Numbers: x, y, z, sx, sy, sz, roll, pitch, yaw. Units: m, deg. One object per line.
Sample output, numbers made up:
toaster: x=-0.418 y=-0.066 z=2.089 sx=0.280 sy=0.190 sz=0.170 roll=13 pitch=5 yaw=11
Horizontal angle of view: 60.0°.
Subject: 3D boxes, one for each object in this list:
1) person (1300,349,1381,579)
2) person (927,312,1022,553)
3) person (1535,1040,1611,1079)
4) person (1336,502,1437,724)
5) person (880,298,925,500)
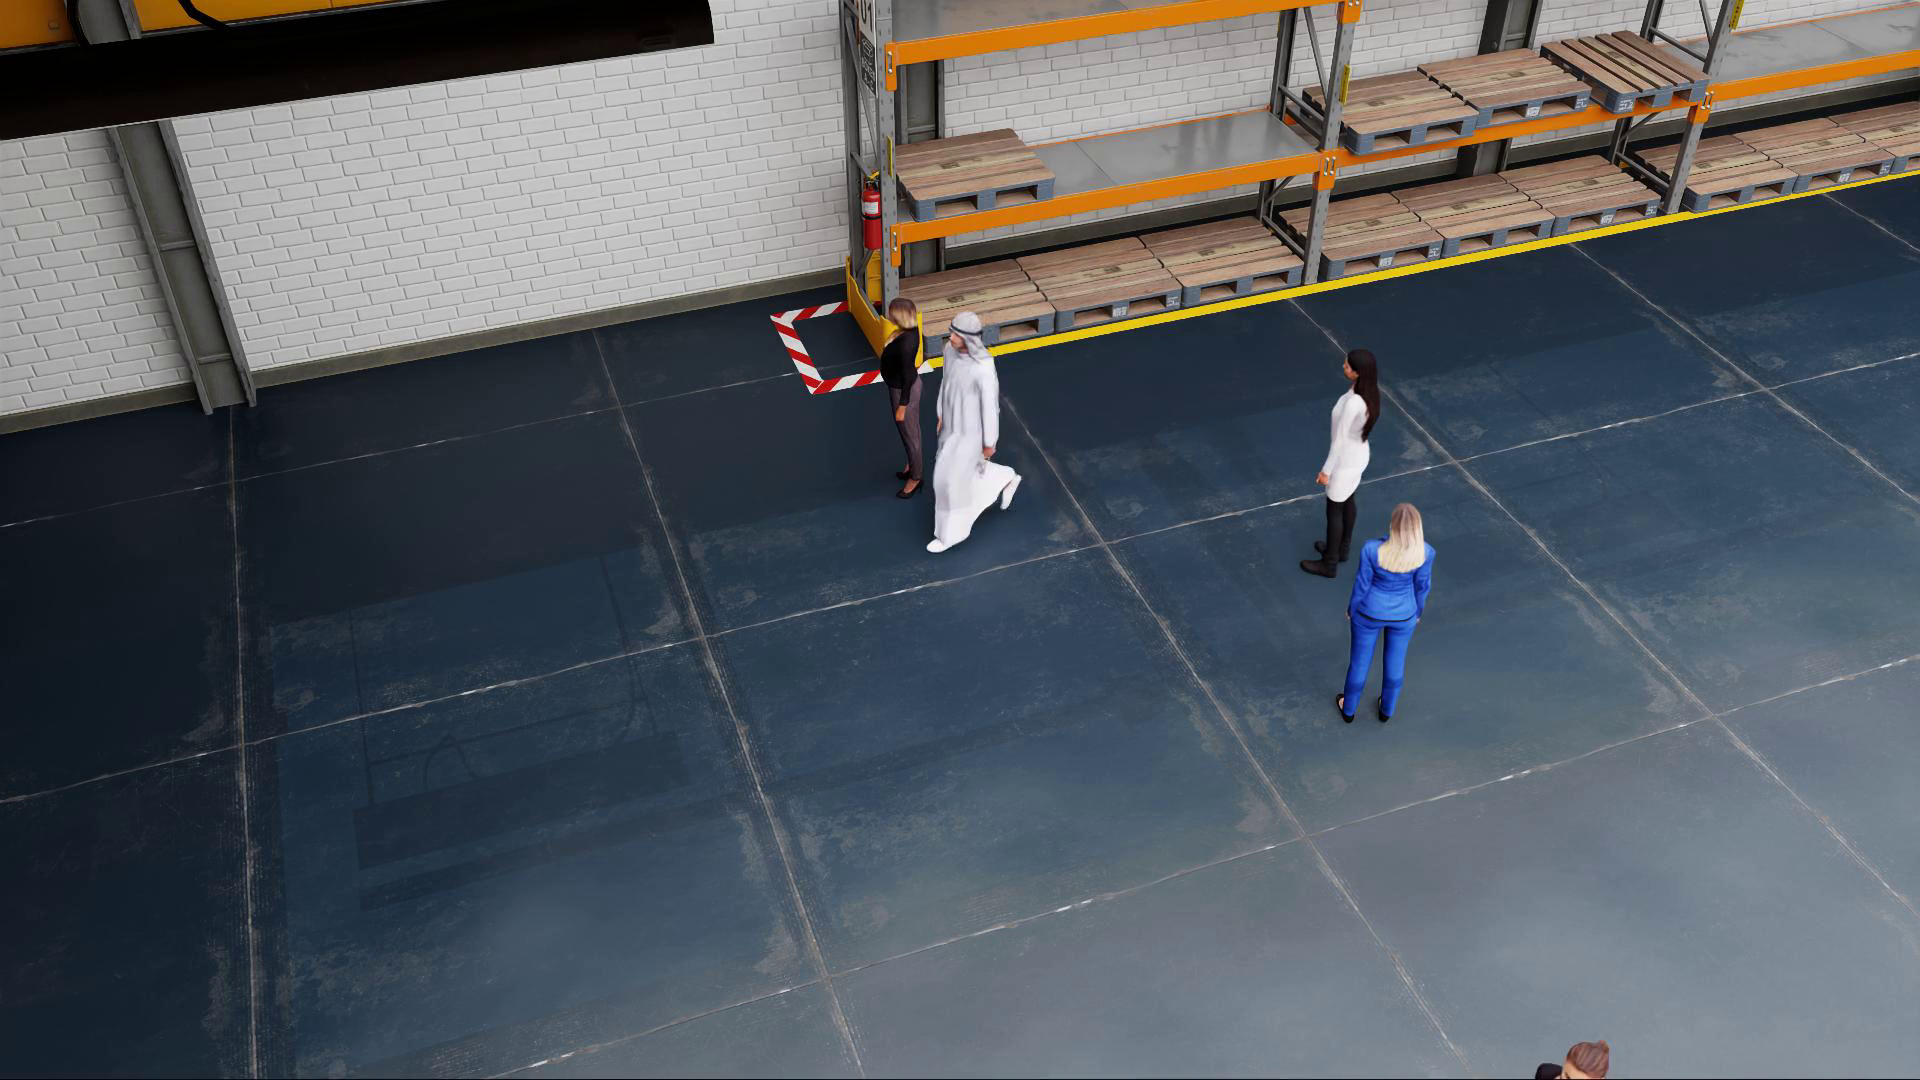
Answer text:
person: x=2.685 y=-0.525 z=11.451 sx=0.757 sy=1.808 sz=0.668 roll=21 pitch=43 yaw=24
person: x=0.117 y=-0.806 z=11.731 sx=1.129 sy=1.899 sz=0.799 roll=-21 pitch=43 yaw=-25
person: x=2.713 y=2.735 z=7.576 sx=0.748 sy=1.549 sz=0.680 roll=-28 pitch=46 yaw=-30
person: x=2.634 y=0.465 z=10.297 sx=0.623 sy=1.701 sz=0.755 roll=2 pitch=39 yaw=3
person: x=-0.383 y=-1.051 z=12.223 sx=0.650 sy=1.666 sz=0.667 roll=1 pitch=39 yaw=1
